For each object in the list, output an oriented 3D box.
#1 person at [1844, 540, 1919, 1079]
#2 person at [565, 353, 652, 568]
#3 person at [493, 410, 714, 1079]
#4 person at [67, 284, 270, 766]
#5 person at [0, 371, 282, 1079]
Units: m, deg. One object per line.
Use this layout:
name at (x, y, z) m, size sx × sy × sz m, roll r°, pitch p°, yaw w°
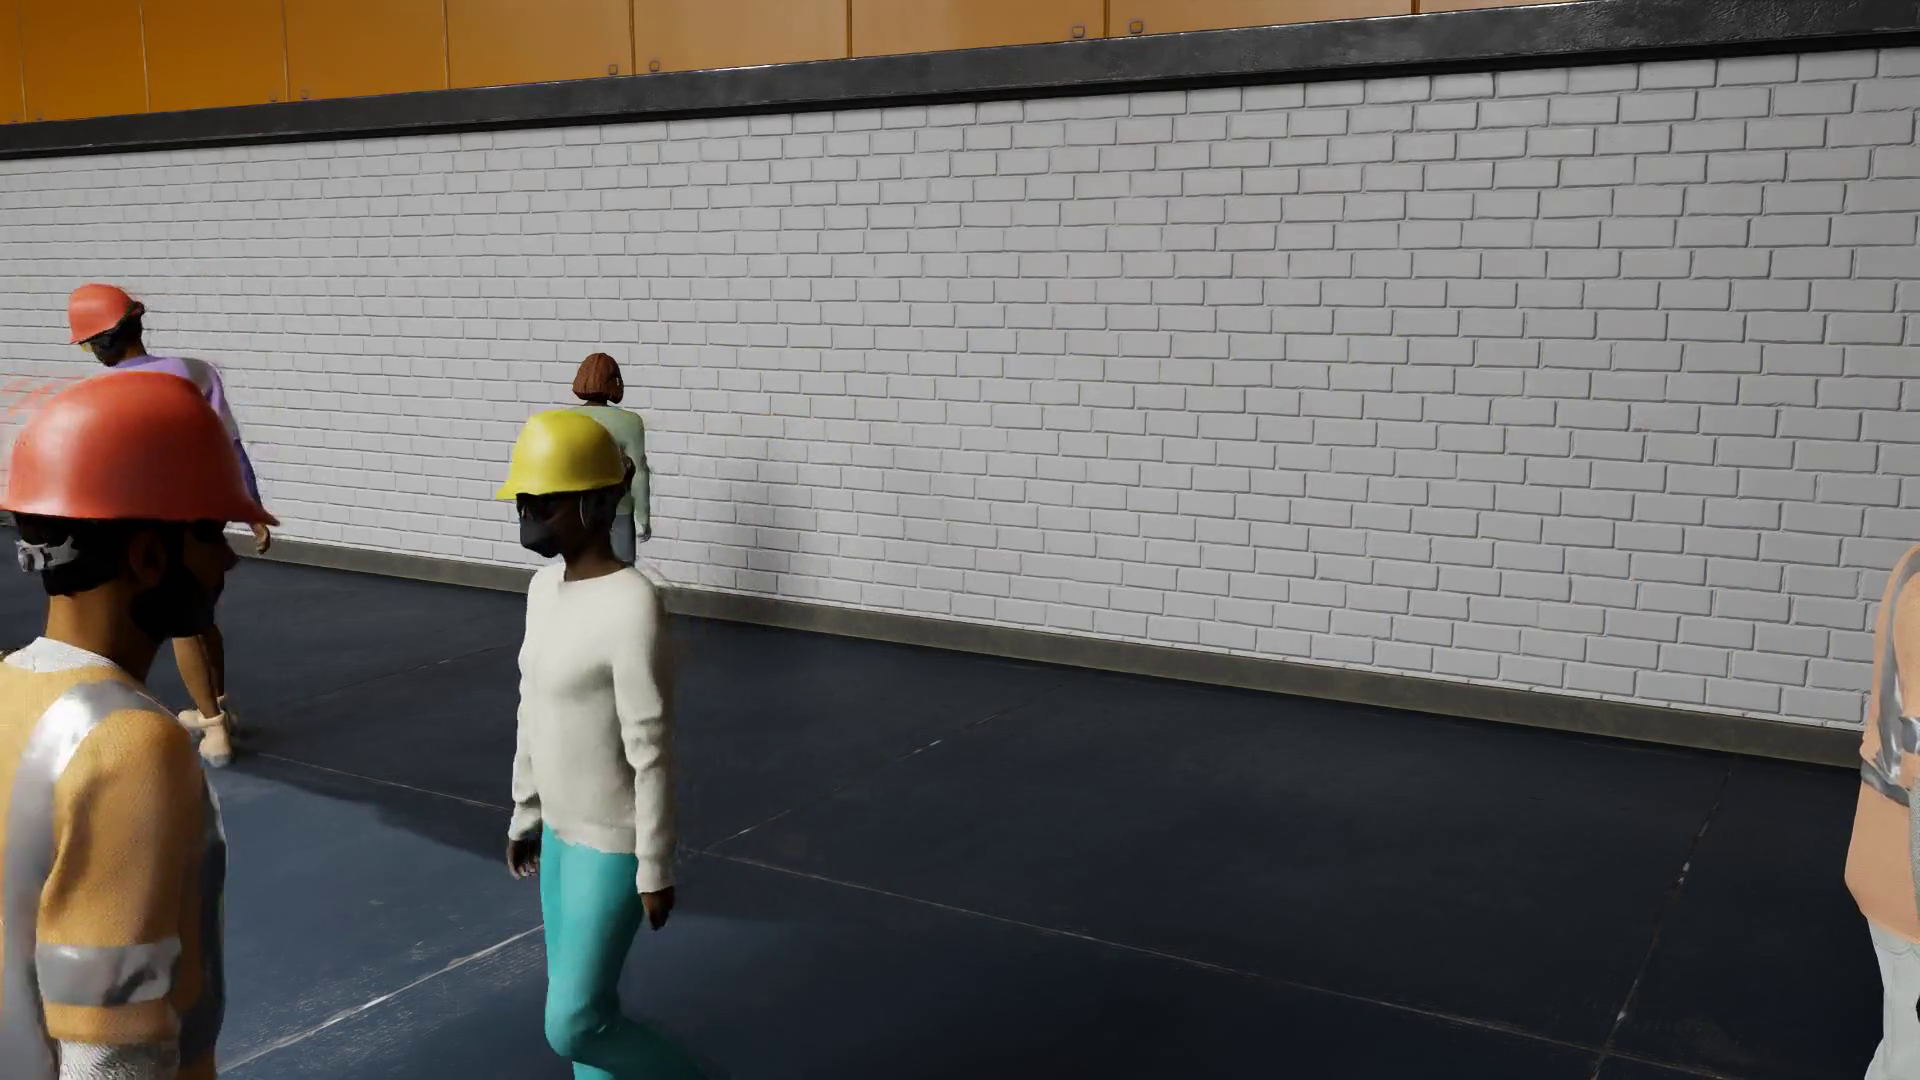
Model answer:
person at (1.734, 0.611, 2.859) m, size 0.368 × 1.928 × 0.585 m, roll 6°, pitch 11°, yaw 34°
person at (-1.782, -0.114, 8.296) m, size 0.509 × 1.632 × 0.269 m, roll 2°, pitch 9°, yaw 10°
person at (-0.745, 0.605, 3.434) m, size 0.409 × 1.753 × 0.533 m, roll -6°, pitch 11°, yaw -34°
person at (-3.300, -0.063, 6.899) m, size 0.743 × 1.977 × 0.699 m, roll 8°, pitch 12°, yaw 41°
person at (-0.977, 0.752, 2.057) m, size 0.572 × 1.900 × 0.790 m, roll 7°, pitch 12°, yaw 39°
